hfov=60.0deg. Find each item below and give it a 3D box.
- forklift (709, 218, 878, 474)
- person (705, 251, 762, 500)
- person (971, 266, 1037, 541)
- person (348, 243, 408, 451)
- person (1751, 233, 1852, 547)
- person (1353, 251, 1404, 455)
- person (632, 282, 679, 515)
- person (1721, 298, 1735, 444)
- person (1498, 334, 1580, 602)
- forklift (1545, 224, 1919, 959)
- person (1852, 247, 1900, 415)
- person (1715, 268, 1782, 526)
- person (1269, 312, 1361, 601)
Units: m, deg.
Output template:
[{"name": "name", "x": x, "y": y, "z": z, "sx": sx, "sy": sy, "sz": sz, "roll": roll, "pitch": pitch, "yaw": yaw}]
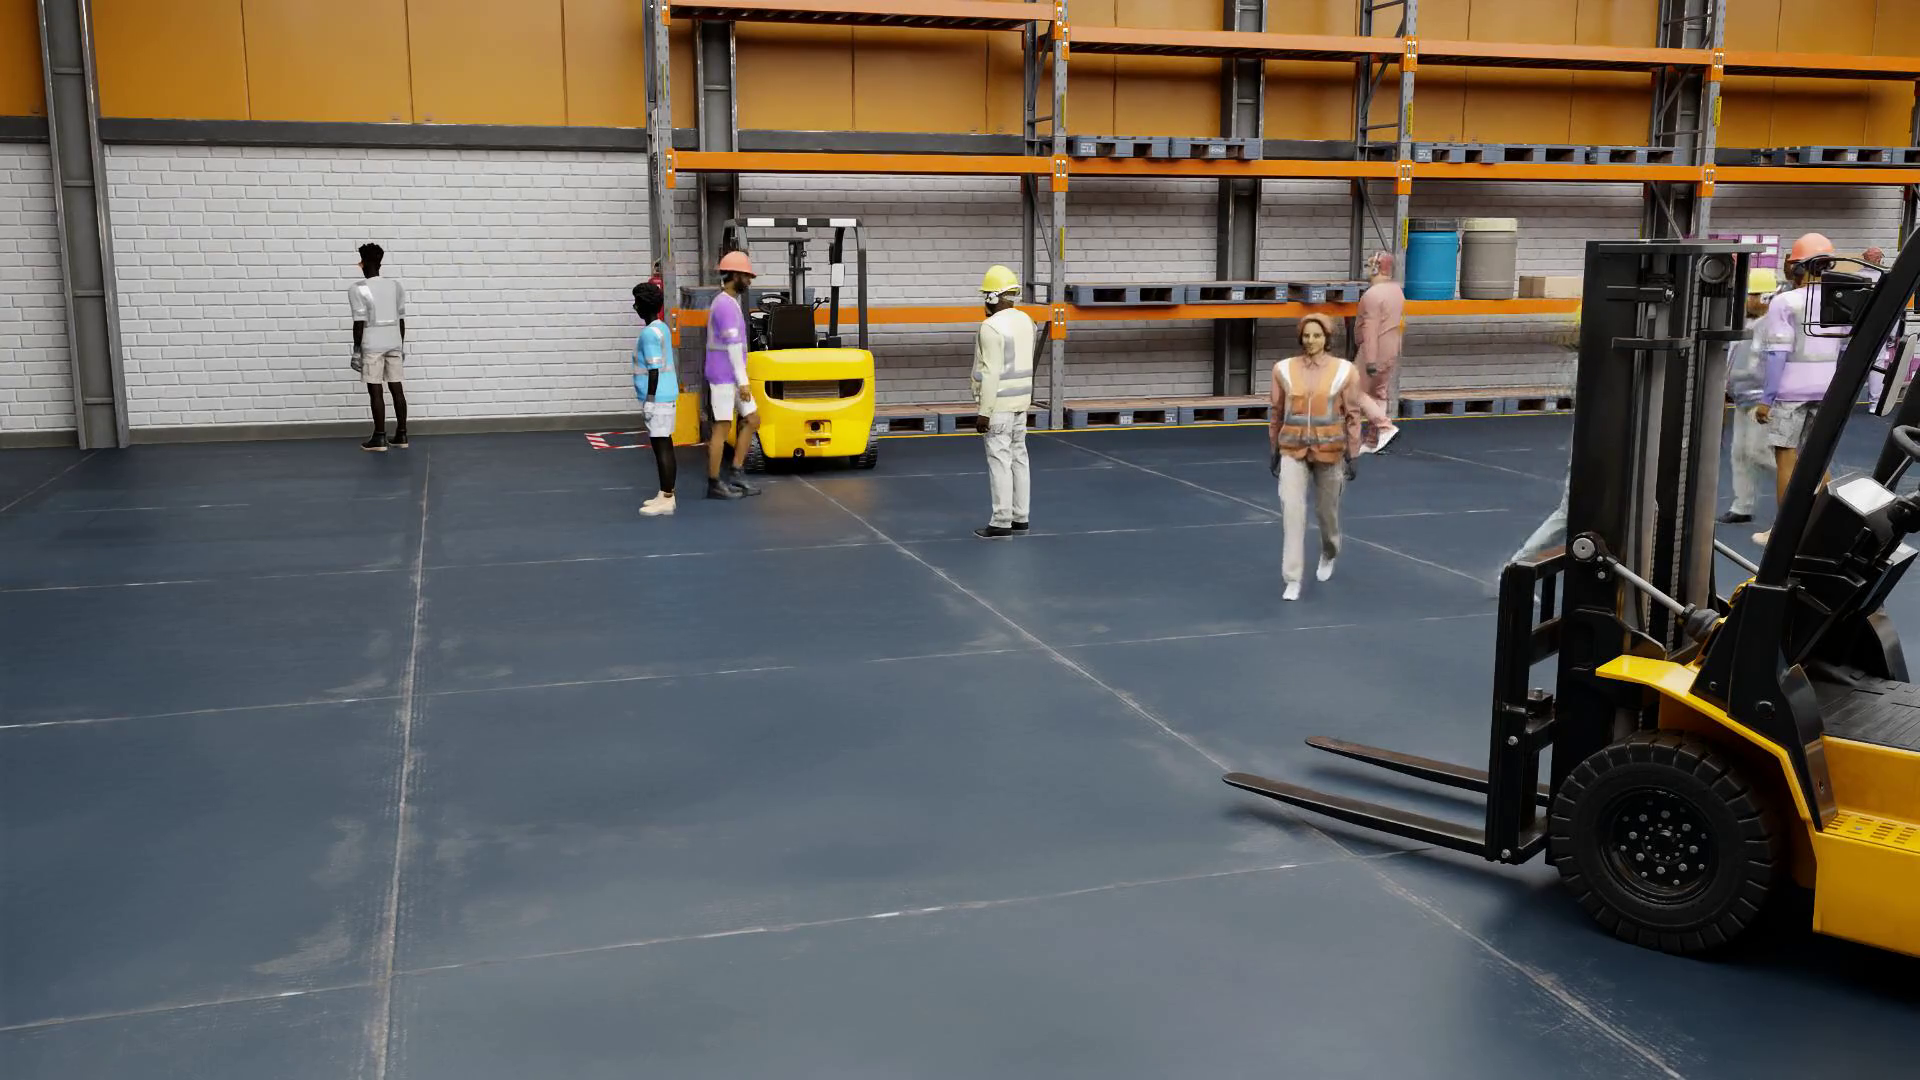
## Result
[{"name": "forklift", "x": -1.522, "y": -1.778, "z": 14.899, "sx": 1.214, "sy": 2.155, "sz": 2.313, "roll": -3, "pitch": 11, "yaw": -17}, {"name": "person", "x": -1.728, "y": -1.250, "z": 12.794, "sx": 0.581, "sy": 1.904, "sz": 0.609, "roll": 0, "pitch": 10, "yaw": -1}, {"name": "person", "x": 0.278, "y": -0.912, "z": 11.141, "sx": 0.403, "sy": 1.830, "sz": 0.599, "roll": 6, "pitch": 12, "yaw": 31}, {"name": "person", "x": -5.527, "y": -1.830, "z": 15.809, "sx": 0.374, "sy": 1.966, "sz": 0.608, "roll": 7, "pitch": 12, "yaw": 33}, {"name": "person", "x": 5.451, "y": -0.955, "z": 10.801, "sx": 0.615, "sy": 2.041, "sz": 0.387, "roll": -2, "pitch": 11, "yaw": -13}, {"name": "person", "x": 3.863, "y": -1.713, "z": 15.373, "sx": 0.480, "sy": 1.891, "sz": 0.649, "roll": 9, "pitch": 14, "yaw": 40}, {"name": "person", "x": -2.224, "y": -1.029, "z": 12.152, "sx": 0.322, "sy": 1.698, "sz": 0.533, "roll": 0, "pitch": 10, "yaw": -1}, {"name": "person", "x": 6.928, "y": -1.719, "z": 15.414, "sx": 0.550, "sy": 1.902, "sz": 0.941, "roll": 9, "pitch": 14, "yaw": 42}, {"name": "person", "x": 3.396, "y": -0.463, "z": 9.018, "sx": 0.853, "sy": 1.706, "sz": 0.495, "roll": 3, "pitch": 11, "yaw": 17}, {"name": "forklift", "x": 2.909, "y": 0.117, "z": 4.508, "sx": 2.313, "sy": 2.155, "sz": 1.214, "roll": 9, "pitch": 14, "yaw": 40}, {"name": "person", "x": 10.364, "y": -2.388, "z": 19.030, "sx": 0.655, "sy": 1.906, "sz": 0.407, "roll": 4, "pitch": 11, "yaw": 22}, {"name": "person", "x": 5.601, "y": -0.974, "z": 11.542, "sx": 0.583, "sy": 1.812, "sz": 0.626, "roll": 0, "pitch": 10, "yaw": 2}, {"name": "person", "x": 2.031, "y": -0.502, "z": 9.511, "sx": 0.523, "sy": 1.611, "sz": 0.801, "roll": 4, "pitch": 11, "yaw": 19}]
